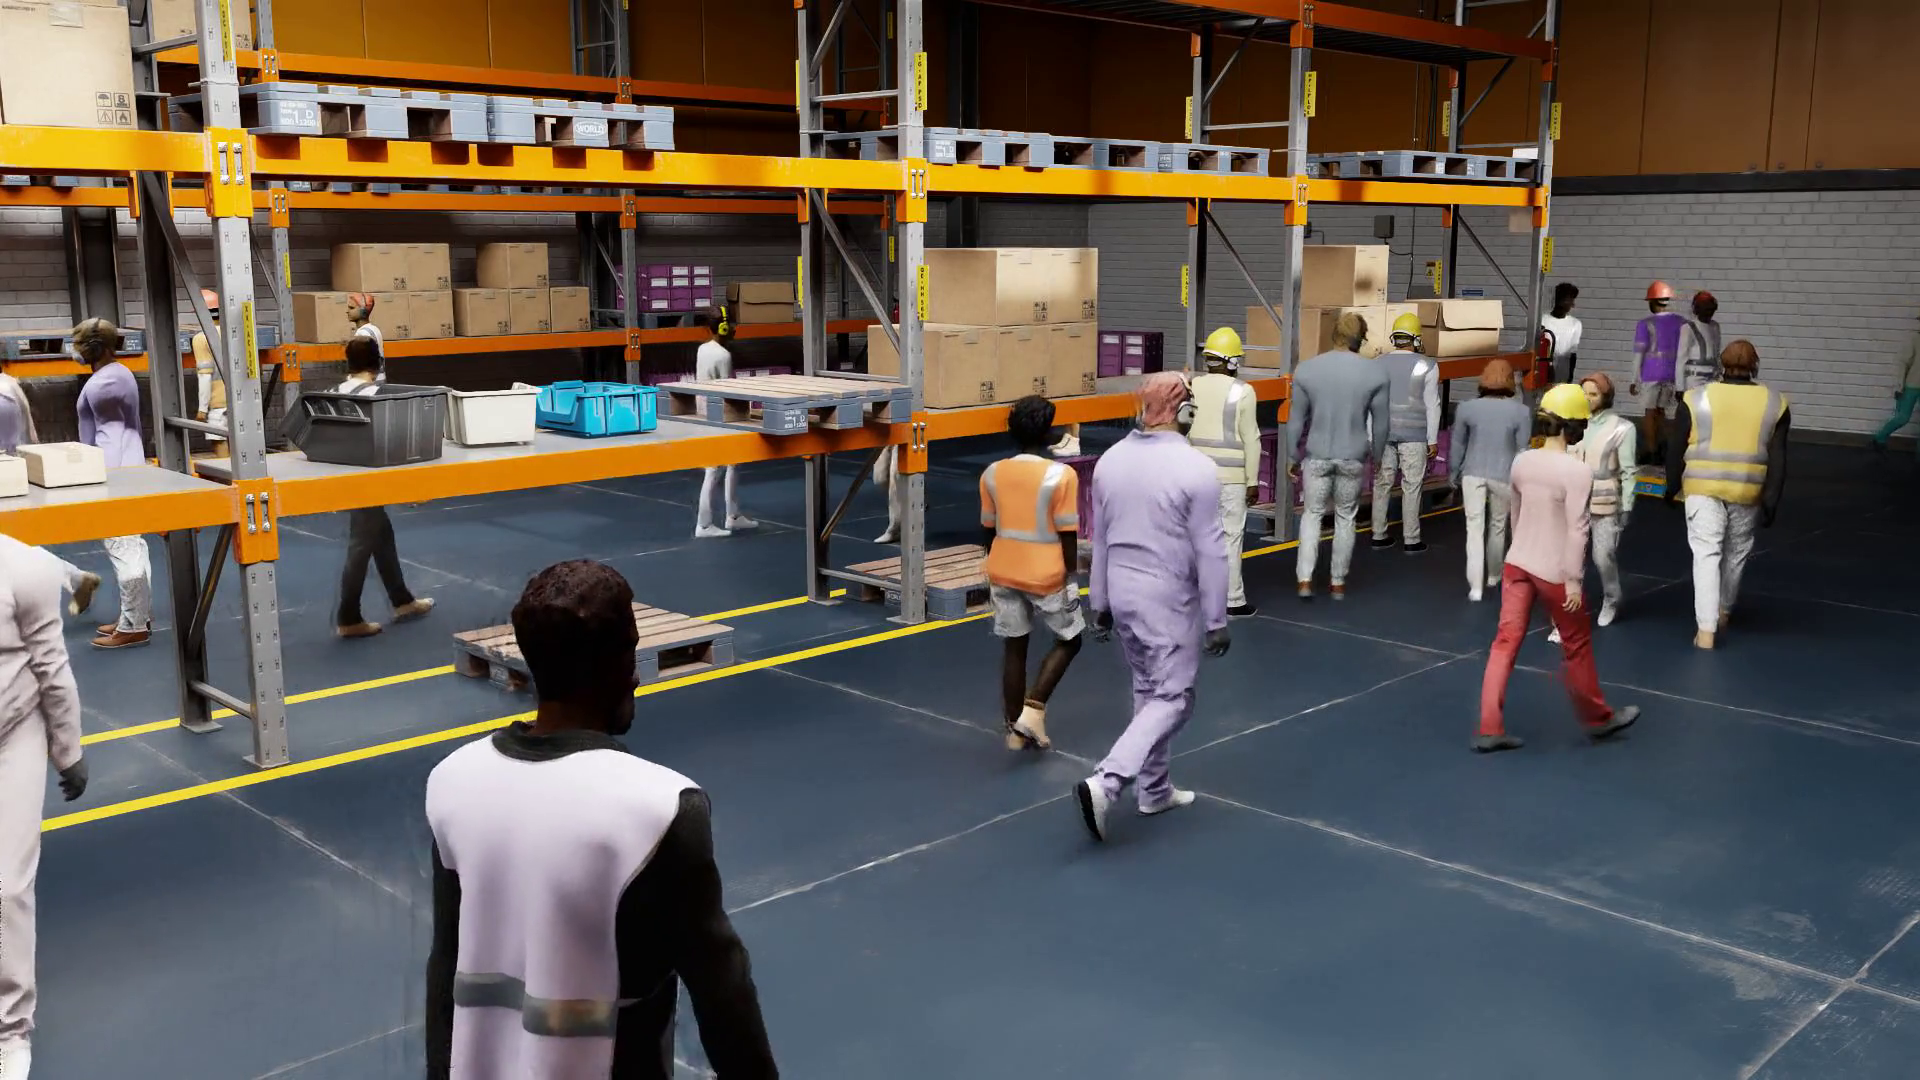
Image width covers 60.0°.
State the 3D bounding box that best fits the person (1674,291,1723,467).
[{"bbox_3d":[7.491,-1.551,16.623,0.565,1.854,0.744,-10,14,-43],"label":"person"}]

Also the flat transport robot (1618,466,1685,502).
[{"bbox_3d":[6.512,-0.506,15.233,0.652,0.197,1.431,-5,11,-25],"label":"flat transport robot"}]

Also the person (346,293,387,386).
[{"bbox_3d":[-5.434,-1.315,15.239,0.347,1.884,0.584,-2,11,-12],"label":"person"}]

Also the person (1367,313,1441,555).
[{"bbox_3d":[3.361,-0.803,12.624,0.588,1.827,0.403,9,14,41],"label":"person"}]

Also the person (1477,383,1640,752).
[{"bbox_3d":[2.805,0.133,7.765,0.877,1.717,0.547,-5,11,-24],"label":"person"}]

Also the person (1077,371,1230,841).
[{"bbox_3d":[0.734,0.269,6.650,0.742,1.875,0.687,-8,13,-37],"label":"person"}]

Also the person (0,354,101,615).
[{"bbox_3d":[-5.691,-0.335,10.101,0.635,1.825,0.623,-5,12,-27],"label":"person"}]

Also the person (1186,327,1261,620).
[{"bbox_3d":[1.637,-0.415,10.468,0.586,1.835,0.404,9,13,39],"label":"person"}]

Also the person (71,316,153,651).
[{"bbox_3d":[-4.956,-0.330,9.722,0.372,1.940,0.632,-4,11,-19],"label":"person"}]

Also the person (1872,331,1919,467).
[{"bbox_3d":[9.961,-1.628,17.378,0.555,1.720,0.783,-1,10,-7],"label":"person"}]

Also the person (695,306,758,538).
[{"bbox_3d":[-1.835,-0.941,13.292,0.727,1.842,0.574,-6,12,-29],"label":"person"}]

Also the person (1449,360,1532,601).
[{"bbox_3d":[3.533,-0.410,11.125,0.515,1.578,0.864,4,11,20],"label":"person"}]

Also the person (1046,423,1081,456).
[{"bbox_3d":[1.142,-1.941,18.221,0.397,2.043,0.609,-1,10,-4],"label":"person"}]

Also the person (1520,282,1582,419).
[{"bbox_3d":[6.113,-1.725,17.378,0.667,1.924,0.785,-1,10,-6],"label":"person"}]

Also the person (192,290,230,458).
[{"bbox_3d":[-6.479,-1.210,14.534,0.375,1.934,0.547,3,11,16],"label":"person"}]

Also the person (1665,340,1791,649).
[{"bbox_3d":[4.545,-0.292,9.923,0.621,1.792,0.964,3,11,14],"label":"person"}]

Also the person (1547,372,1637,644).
[{"bbox_3d":[3.813,-0.218,10.014,0.523,1.610,0.800,8,13,37],"label":"person"}]

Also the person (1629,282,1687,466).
[{"bbox_3d":[7.206,-1.696,17.201,0.588,1.922,0.442,-2,11,-8],"label":"person"}]

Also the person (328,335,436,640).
[{"bbox_3d":[-3.502,-0.332,10.105,0.535,1.803,0.886,8,13,37],"label":"person"}]

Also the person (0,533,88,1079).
[{"bbox_3d":[-2.920,0.615,4.849,0.660,1.856,0.839,-2,11,-13],"label":"person"}]

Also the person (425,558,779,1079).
[{"bbox_3d":[-0.641,0.960,2.906,0.609,1.864,1.023,8,13,36],"label":"person"}]

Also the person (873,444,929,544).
[{"bbox_3d":[-0.468,-0.790,13.054,0.507,1.622,0.535,-7,13,-35],"label":"person"}]

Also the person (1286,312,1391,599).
[{"bbox_3d":[2.481,-0.541,10.938,0.663,1.915,0.464,3,11,15],"label":"person"}]

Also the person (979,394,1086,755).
[{"bbox_3d":[0.331,0.171,7.653,0.556,1.683,0.369,8,13,36],"label":"person"}]
